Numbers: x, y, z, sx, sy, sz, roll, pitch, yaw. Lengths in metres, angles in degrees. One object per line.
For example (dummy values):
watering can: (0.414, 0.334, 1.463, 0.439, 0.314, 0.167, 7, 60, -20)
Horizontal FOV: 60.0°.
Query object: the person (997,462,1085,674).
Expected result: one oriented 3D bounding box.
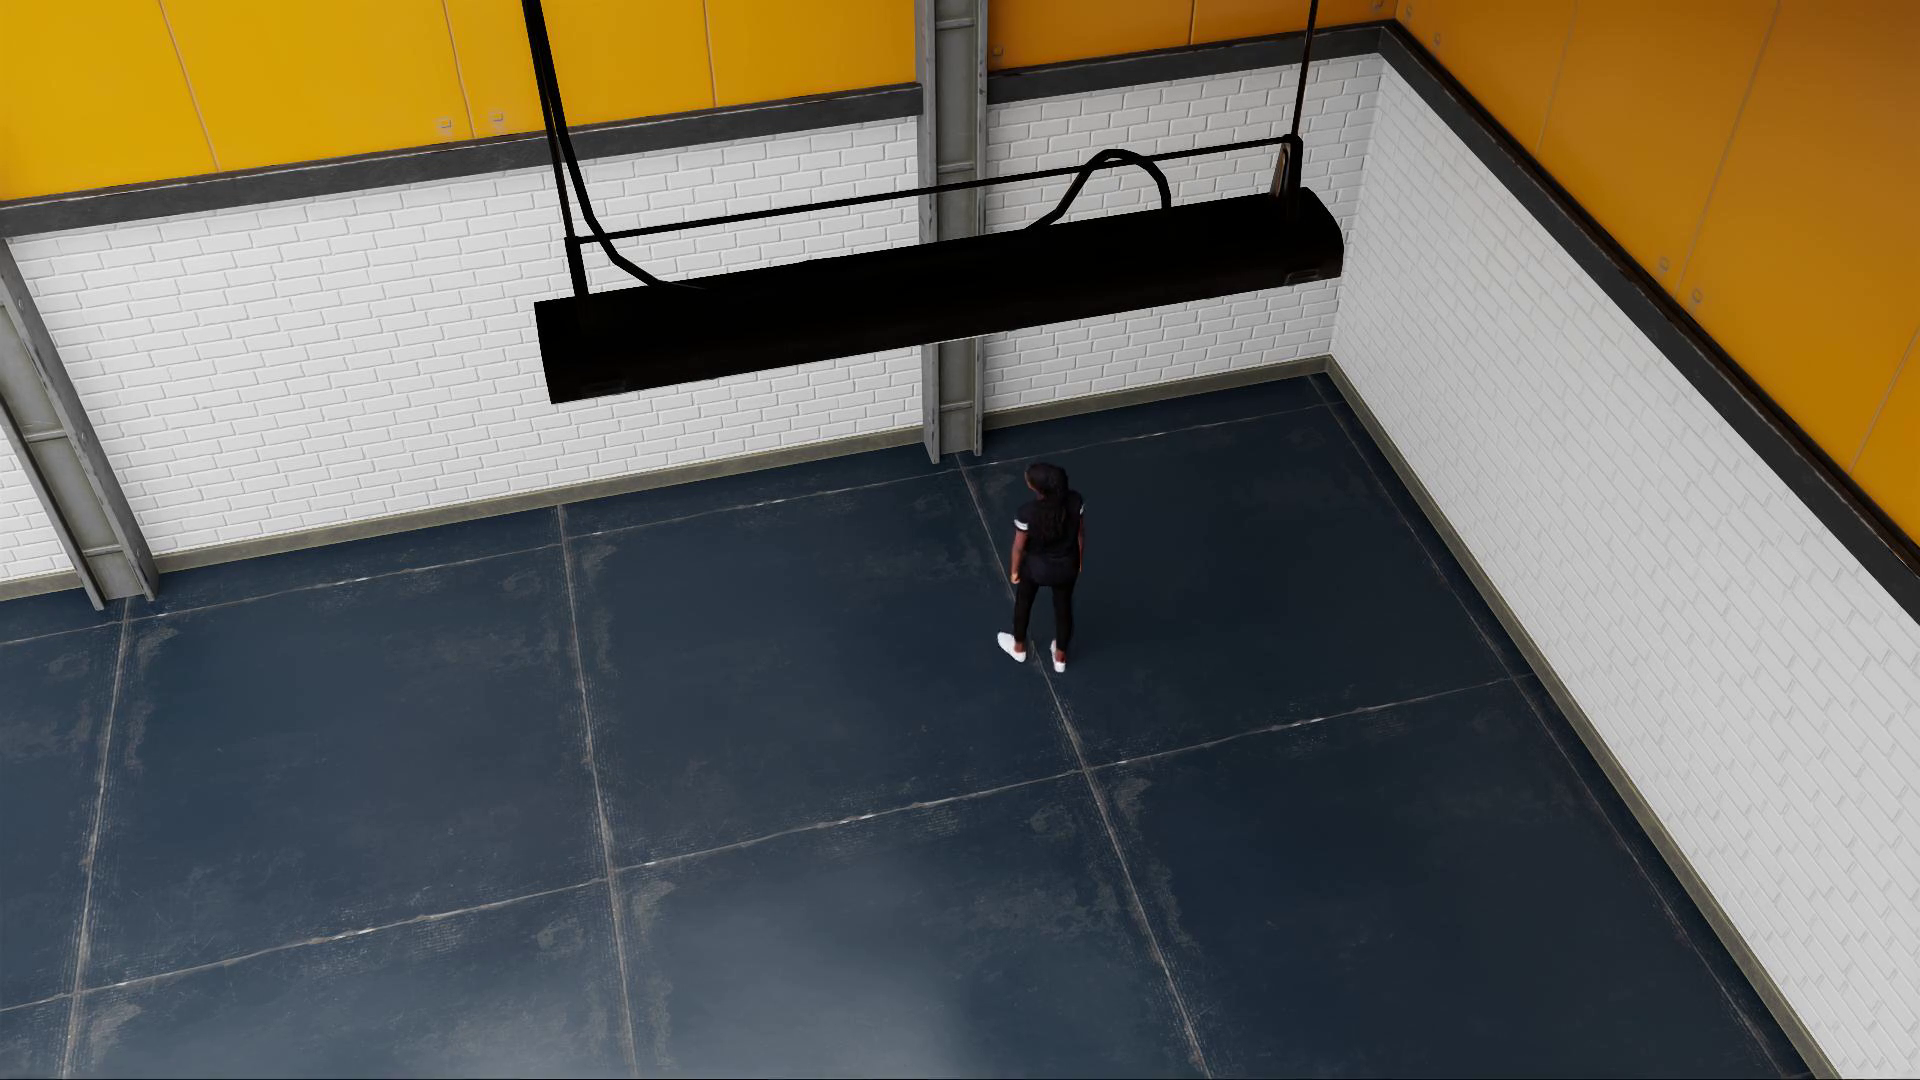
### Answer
person: (0.574, 0.154, 10.641, 0.562, 1.736, 0.733, 0, 44, 0)
